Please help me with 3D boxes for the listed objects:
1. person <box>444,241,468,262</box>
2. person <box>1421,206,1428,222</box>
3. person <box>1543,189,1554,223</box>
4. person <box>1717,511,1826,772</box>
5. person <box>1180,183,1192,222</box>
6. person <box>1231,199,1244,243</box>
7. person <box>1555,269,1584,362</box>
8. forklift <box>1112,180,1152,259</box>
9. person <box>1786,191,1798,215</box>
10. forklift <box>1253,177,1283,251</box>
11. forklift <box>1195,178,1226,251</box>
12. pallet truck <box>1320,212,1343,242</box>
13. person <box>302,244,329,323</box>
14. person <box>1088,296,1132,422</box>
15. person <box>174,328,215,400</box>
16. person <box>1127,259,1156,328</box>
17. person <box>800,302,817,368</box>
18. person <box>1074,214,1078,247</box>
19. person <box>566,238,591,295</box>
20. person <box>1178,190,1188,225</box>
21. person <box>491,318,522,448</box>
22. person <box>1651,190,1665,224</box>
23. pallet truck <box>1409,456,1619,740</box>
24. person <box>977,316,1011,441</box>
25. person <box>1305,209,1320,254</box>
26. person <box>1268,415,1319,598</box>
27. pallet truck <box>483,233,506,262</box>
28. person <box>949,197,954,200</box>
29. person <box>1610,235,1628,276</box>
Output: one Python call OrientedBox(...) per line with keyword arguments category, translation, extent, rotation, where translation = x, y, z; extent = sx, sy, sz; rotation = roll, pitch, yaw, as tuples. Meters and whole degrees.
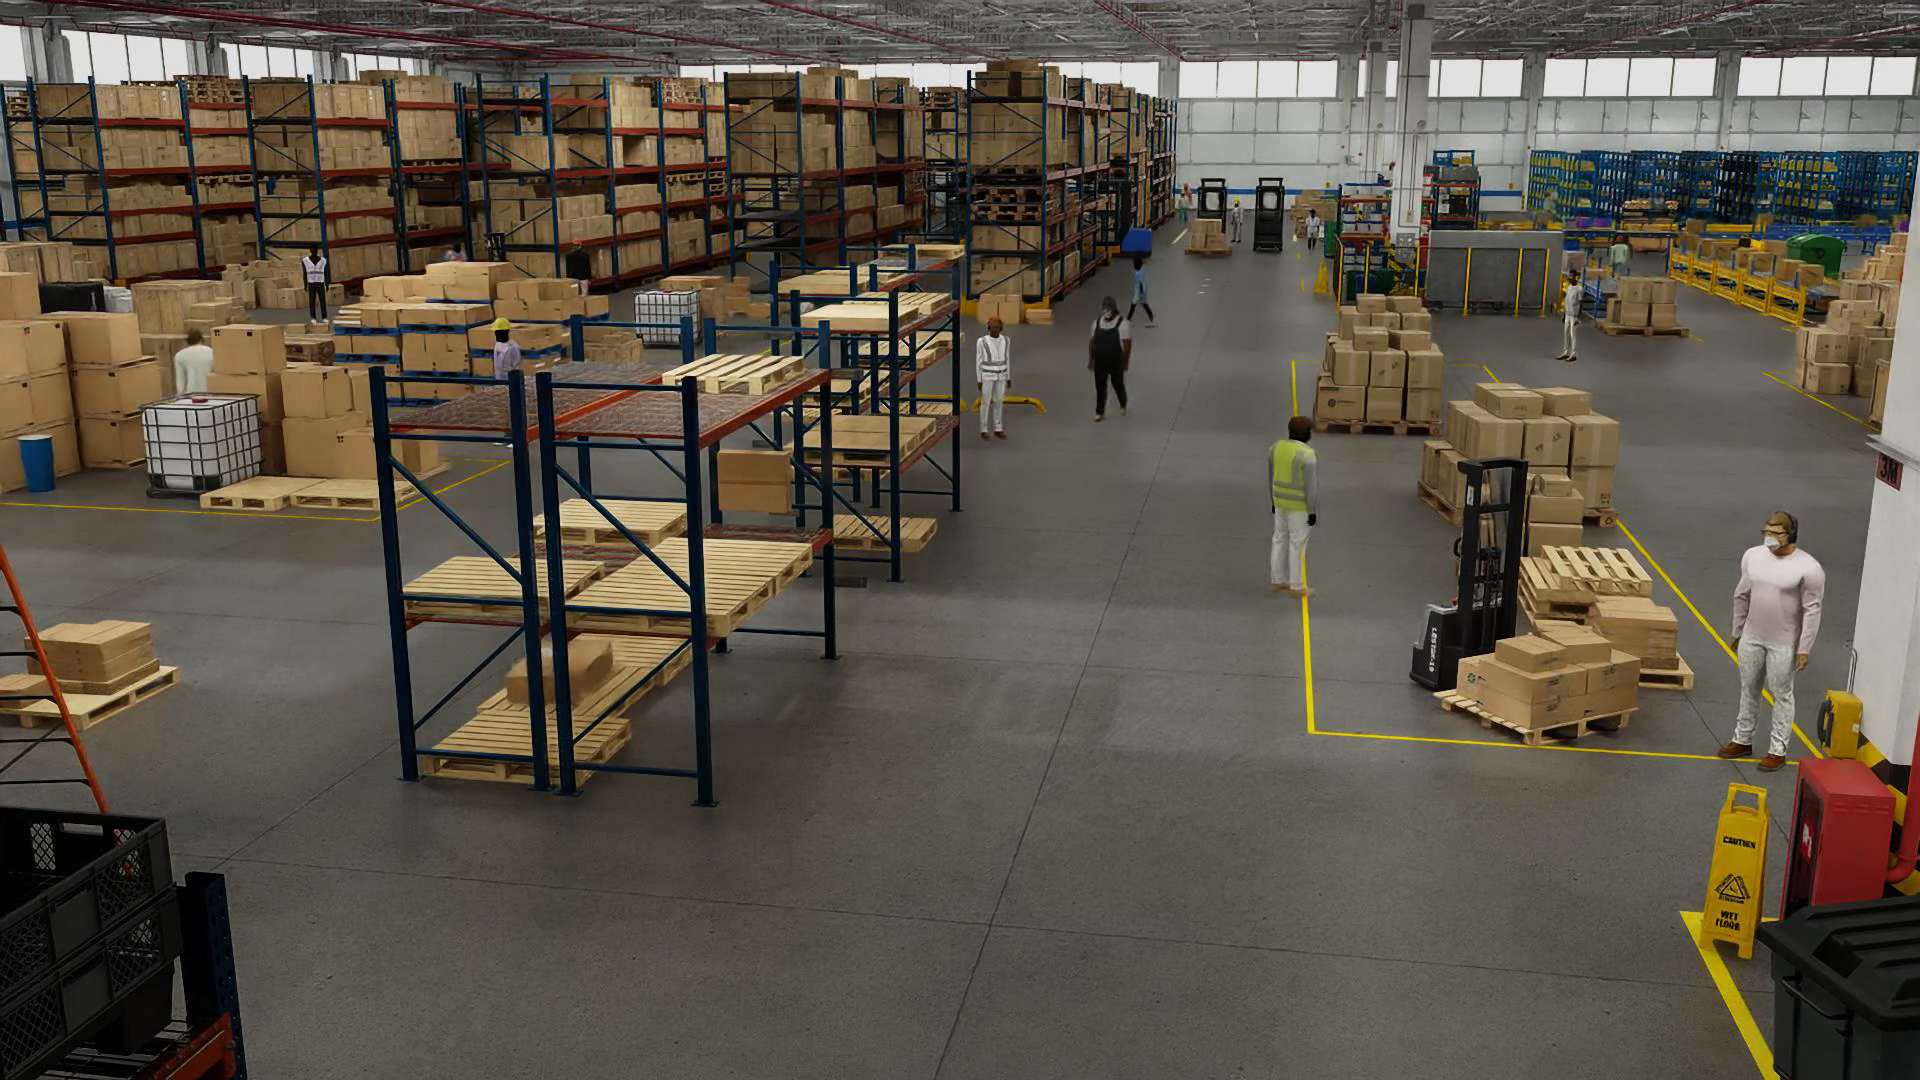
OrientedBox(category="person", translation=(-13.015, -6.868, 43.314), extent=(0.987, 1.787, 0.642), rotation=(12, 18, 40))
OrientedBox(category="person", translation=(18.160, -12.322, 65.630), extent=(0.883, 1.716, 0.530), rotation=(-1, 14, -3))
OrientedBox(category="person", translation=(28.613, -16.142, 80.931), extent=(0.542, 1.815, 0.613), rotation=(2, 14, 7))
OrientedBox(category="person", translation=(5.940, 0.730, 12.176), extent=(0.353, 1.937, 0.635), rotation=(-8, 16, -31))
OrientedBox(category="person", translation=(11.693, -17.473, 86.040), extent=(0.607, 1.962, 0.946), rotation=(2, 14, 8))
OrientedBox(category="person", translation=(11.601, -13.377, 69.703), extent=(0.405, 1.823, 0.591), rotation=(-12, 18, -39))
OrientedBox(category="person", translation=(12.420, -4.564, 33.805), extent=(0.326, 1.876, 0.518), rotation=(-4, 14, -16))
OrientedBox(category="forklift", translation=(6.082, -11.722, 60.796), extent=(1.873, 2.768, 1.129), rotation=(2, 14, 9))
OrientedBox(category="person", translation=(39.870, -15.783, 79.490), extent=(0.927, 1.799, 0.598), rotation=(4, 14, 16))
OrientedBox(category="forklift", translation=(12.083, -12.747, 64.956), extent=(1.129, 2.768, 1.873), rotation=(3, 14, 10))
OrientedBox(category="forklift", translation=(9.707, -12.515, 64.016), extent=(1.129, 2.768, 1.873), rotation=(3, 14, 10))
OrientedBox(category="pallet truck", translation=(15.874, -13.227, 70.310), extent=(0.680, 1.201, 1.601), rotation=(10, 17, 35))
OrientedBox(category="person", translation=(-15.711, -6.254, 40.597), extent=(0.587, 1.911, 0.397), rotation=(-7, 15, -25))
OrientedBox(category="person", translation=(2.422, -2.951, 26.914), extent=(0.703, 2.000, 0.668), rotation=(6, 15, 23))
OrientedBox(category="person", translation=(-10.806, -2.067, 23.698), extent=(0.663, 1.889, 1.015), rotation=(-4, 14, -14))
OrientedBox(category="person", translation=(4.250, -5.869, 39.560), extent=(0.938, 1.633, 0.543), rotation=(3, 14, 13))
OrientedBox(category="person", translation=(-3.015, -4.067, 32.274), extent=(0.534, 1.626, 0.364), rotation=(7, 16, 27))
OrientedBox(category="person", translation=(4.062, -10.932, 59.569), extent=(0.557, 1.919, 0.556), rotation=(2, 14, 7))
OrientedBox(category="person", translation=(-9.526, -6.536, 41.583), extent=(0.609, 1.985, 0.392), rotation=(-3, 14, -12))
OrientedBox(category="person", translation=(11.086, -16.518, 82.594), extent=(0.525, 1.757, 0.559), rotation=(3, 14, 12))
OrientedBox(category="person", translation=(-6.702, -2.324, 24.596), extent=(0.585, 1.929, 0.371), rotation=(13, 19, 42))
OrientedBox(category="person", translation=(32.361, -15.279, 77.263), extent=(0.636, 1.904, 1.004), rotation=(2, 14, 7))
OrientedBox(category="pallet truck", translation=(4.504, 0.400, 13.395), extent=(0.823, 1.965, 1.885), rotation=(-6, 15, -23))
OrientedBox(category="person", translation=(0.514, -2.453, 25.213), extent=(0.583, 1.881, 0.338), rotation=(-8, 16, -29))
OrientedBox(category="person", translation=(13.416, -11.753, 63.368), extent=(0.554, 1.681, 0.373), rotation=(2, 14, 7))
OrientedBox(category="person", translation=(3.371, -0.343, 16.739), extent=(0.428, 1.840, 0.631), rotation=(-8, 16, -31))
OrientedBox(category="pallet truck", translation=(-11.832, -7.026, 43.548), extent=(1.885, 1.965, 0.823), rotation=(8, 16, 28))
OrientedBox(category="person", translation=(-0.439, -19.105, 92.760), extent=(0.656, 1.908, 0.505), rotation=(-5, 15, -20))
OrientedBox(category="person", translation=(19.403, -8.164, 48.982), extent=(0.491, 1.600, 0.829), rotation=(2, 14, 9))
